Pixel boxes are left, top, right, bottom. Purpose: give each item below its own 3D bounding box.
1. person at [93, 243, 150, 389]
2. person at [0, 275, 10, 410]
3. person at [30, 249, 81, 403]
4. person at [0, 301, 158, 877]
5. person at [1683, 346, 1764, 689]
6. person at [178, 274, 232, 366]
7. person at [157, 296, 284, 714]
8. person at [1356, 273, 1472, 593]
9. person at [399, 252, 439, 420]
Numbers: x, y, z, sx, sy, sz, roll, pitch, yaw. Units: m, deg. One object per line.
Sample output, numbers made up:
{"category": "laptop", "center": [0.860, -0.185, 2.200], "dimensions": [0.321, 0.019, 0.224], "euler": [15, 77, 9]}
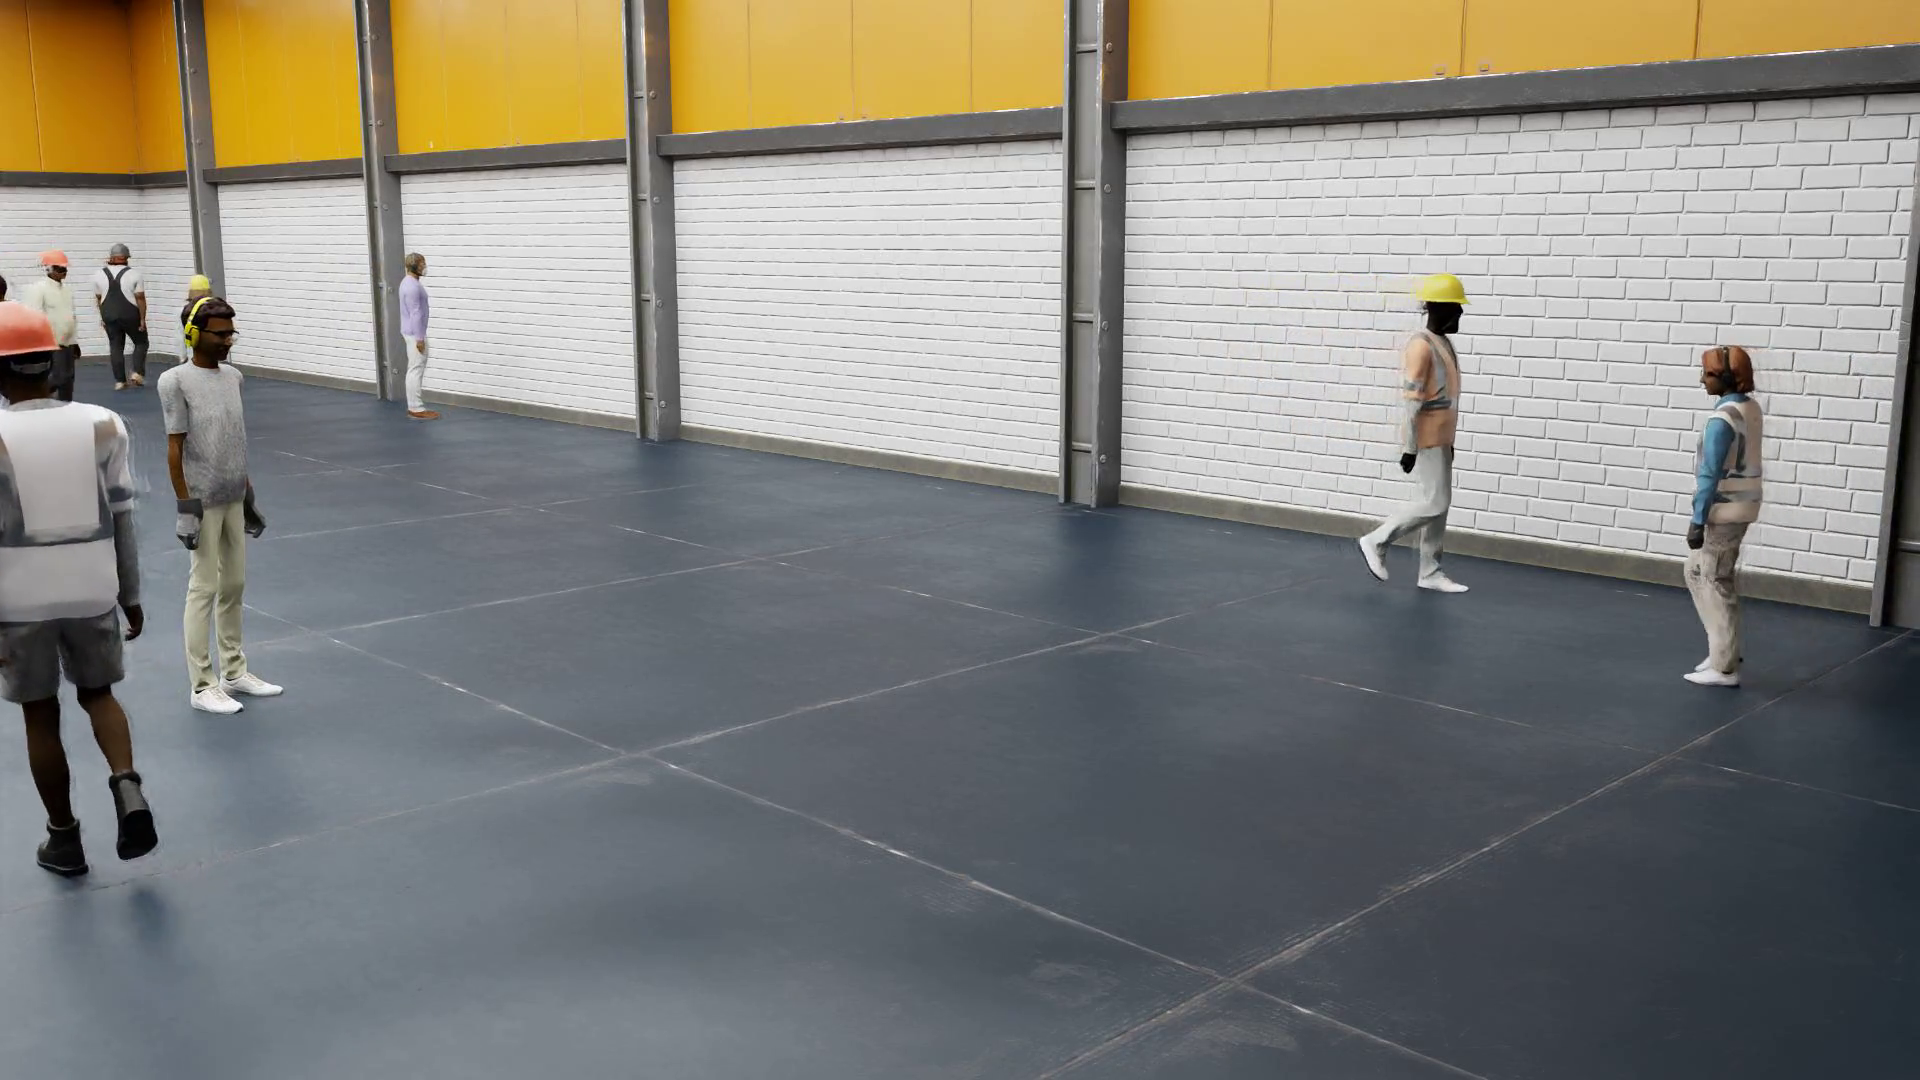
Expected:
{"category": "person", "center": [-11.646, -3.122, 23.169], "dimensions": [0.701, 2.000, 0.540], "euler": [-1, 10, -4]}
{"category": "person", "center": [-7.901, -1.268, 13.654], "dimensions": [0.963, 1.817, 0.533], "euler": [-3, 11, -15]}
{"category": "person", "center": [-9.818, -2.145, 17.988], "dimensions": [0.609, 1.979, 0.630], "euler": [1, 10, 5]}
{"category": "person", "center": [-2.944, 0.190, 5.429], "dimensions": [0.533, 1.921, 0.558], "euler": [10, 14, 43]}
{"category": "person", "center": [3.577, -0.105, 7.841], "dimensions": [0.393, 1.618, 0.530], "euler": [9, 14, 40]}
{"category": "person", "center": [-7.996, -1.948, 17.632], "dimensions": [0.499, 1.725, 0.703], "euler": [-5, 11, -24]}
{"category": "person", "center": [-3.343, -0.160, 7.505], "dimensions": [0.329, 1.865, 0.507], "euler": [2, 11, 12]}
{"category": "person", "center": [2.765, -0.630, 9.934], "dimensions": [0.559, 1.911, 0.589], "euler": [6, 12, 28]}
{"category": "person", "center": [-6.306, -2.362, 19.304], "dimensions": [0.352, 1.937, 0.635], "euler": [-4, 11, -21]}
